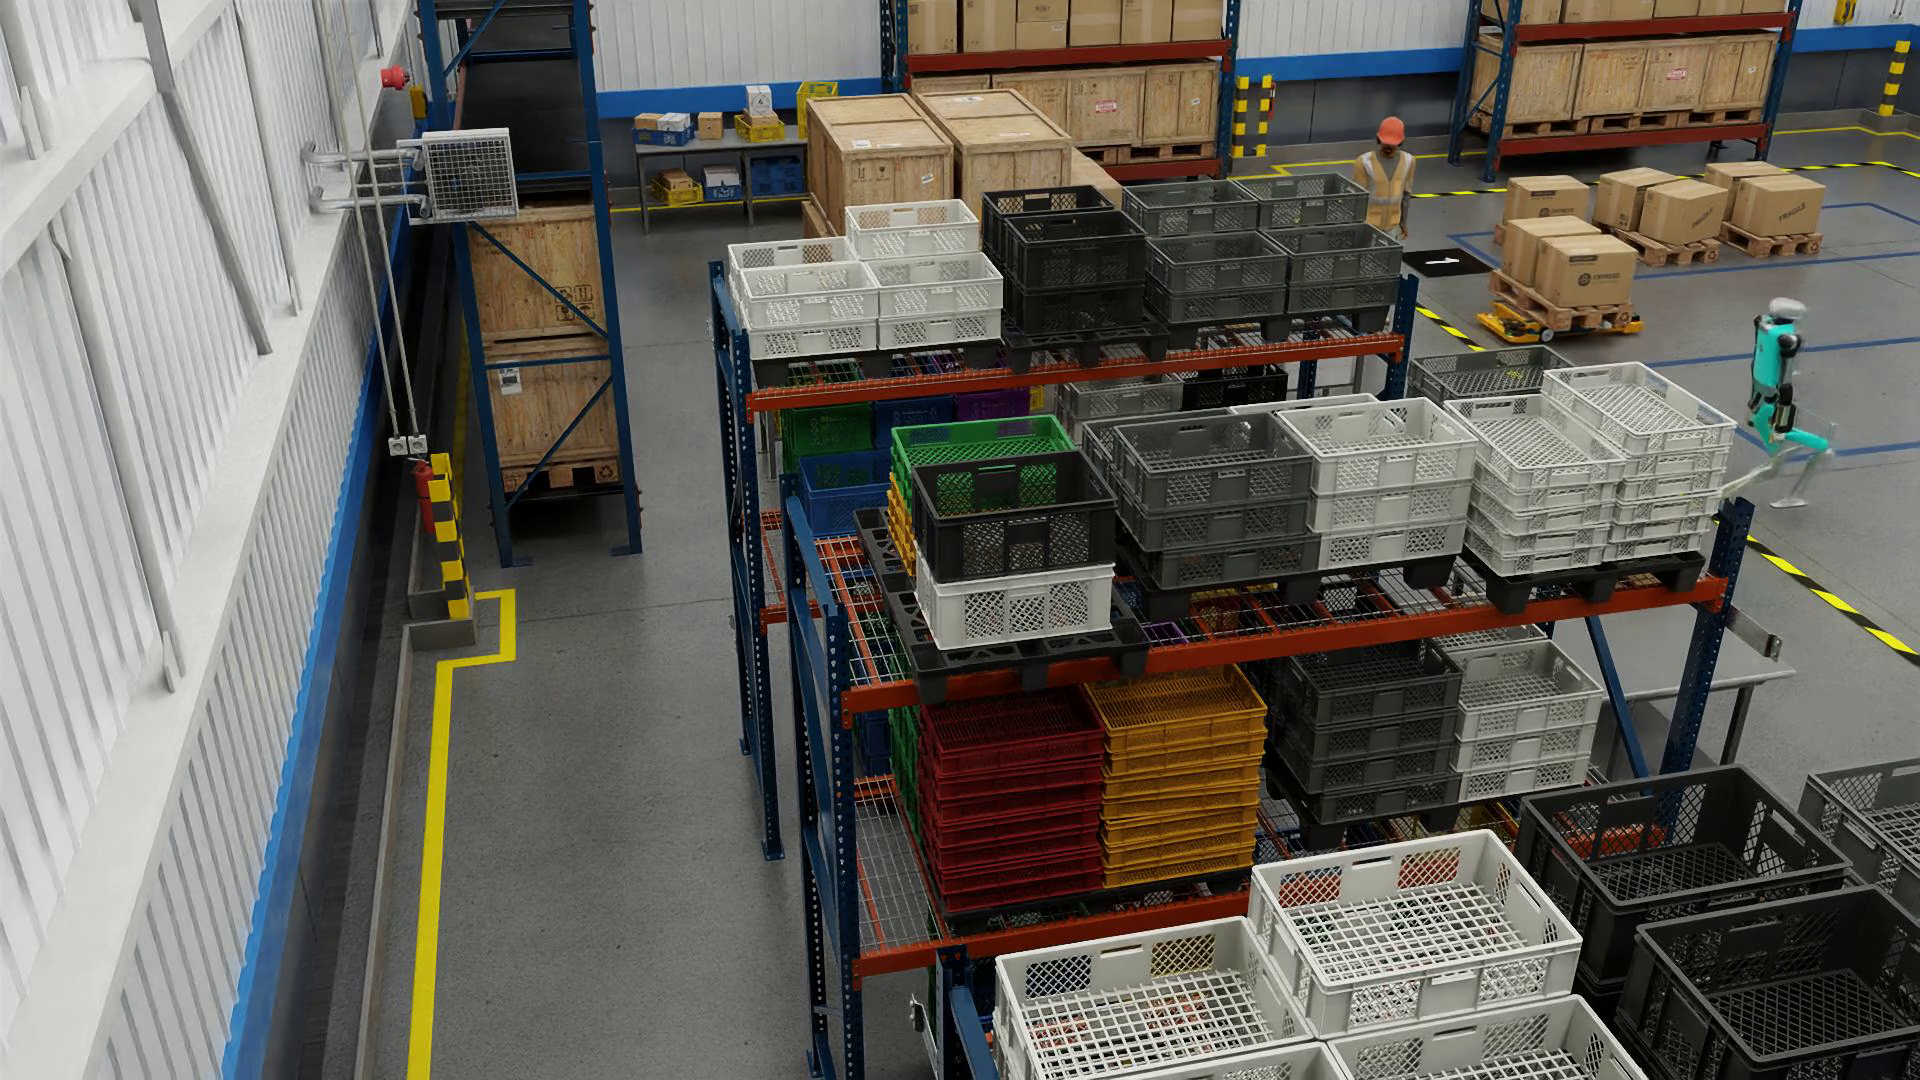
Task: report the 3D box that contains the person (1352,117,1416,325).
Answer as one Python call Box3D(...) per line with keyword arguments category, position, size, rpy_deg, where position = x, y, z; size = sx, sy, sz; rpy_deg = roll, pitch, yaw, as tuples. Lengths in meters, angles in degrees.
Box3D(category="person", position=(4.019, -3.031, 15.905), size=(0.613, 2.033, 0.391), rpy_deg=(-5, 28, -10))

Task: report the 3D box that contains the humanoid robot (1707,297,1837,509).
Box3D(category="humanoid robot", position=(6.104, -0.946, 12.263), size=(1.033, 1.730, 0.543), rpy_deg=(0, 28, 0))

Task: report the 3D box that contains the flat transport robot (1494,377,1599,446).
Box3D(category="flat transport robot", position=(4.780, -1.036, 14.013), size=(0.659, 0.231, 1.431), rpy_deg=(-6, 28, -12))

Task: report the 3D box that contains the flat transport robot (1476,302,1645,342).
Box3D(category="flat transport robot", position=(5.827, -2.169, 16.133), size=(1.431, 0.197, 0.652), rpy_deg=(-6, 28, -12))
